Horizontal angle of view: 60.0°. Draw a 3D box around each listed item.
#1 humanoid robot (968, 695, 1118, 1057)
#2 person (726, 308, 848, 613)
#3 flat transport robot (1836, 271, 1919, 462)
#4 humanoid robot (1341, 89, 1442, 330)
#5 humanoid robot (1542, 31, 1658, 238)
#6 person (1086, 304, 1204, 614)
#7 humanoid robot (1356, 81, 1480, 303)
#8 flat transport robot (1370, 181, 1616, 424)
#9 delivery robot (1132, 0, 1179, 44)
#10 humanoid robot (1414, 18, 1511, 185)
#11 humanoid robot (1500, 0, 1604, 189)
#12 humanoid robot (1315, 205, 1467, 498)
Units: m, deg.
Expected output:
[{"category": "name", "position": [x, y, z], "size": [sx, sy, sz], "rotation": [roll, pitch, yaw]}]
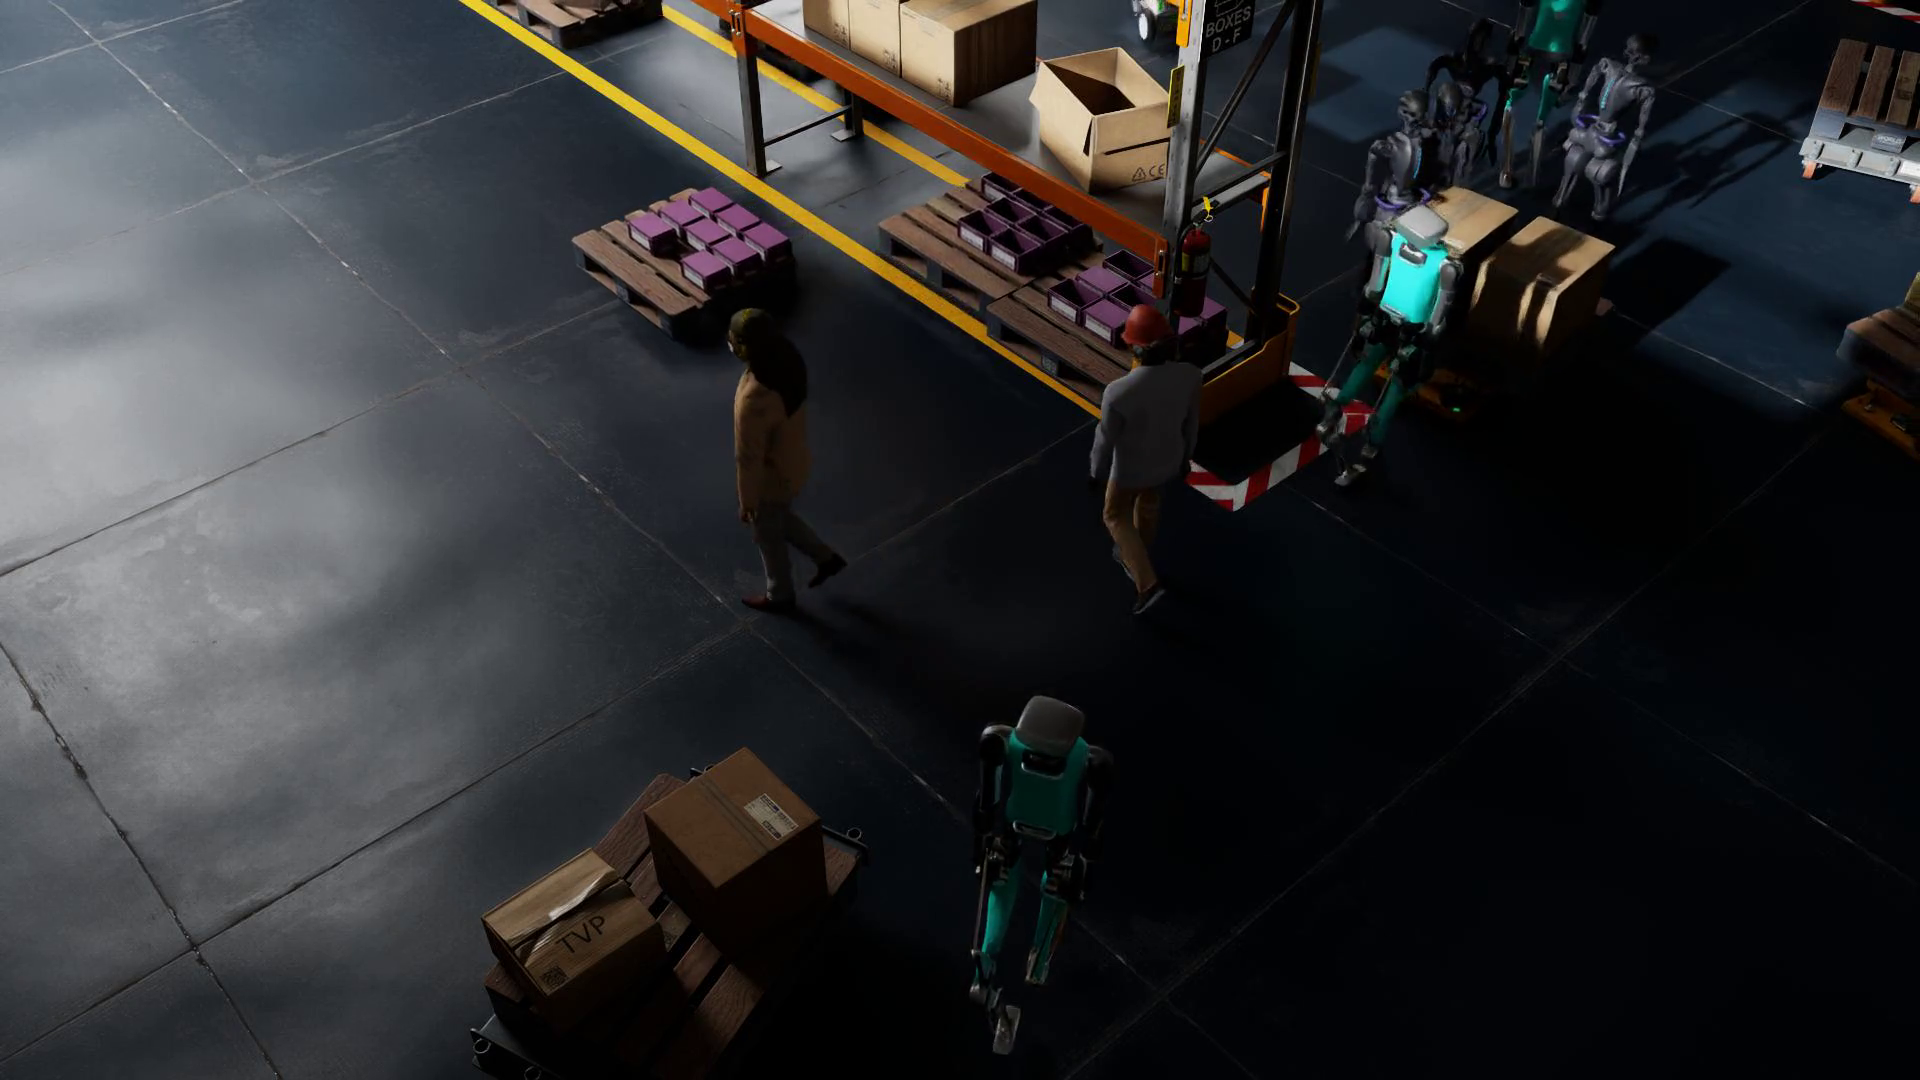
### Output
[{"category": "humanoid robot", "position": [0.264, 1.386, 6.508], "size": [0.548, 1.734, 1.026], "rotation": [11, 44, 11]}, {"category": "person", "position": [-0.919, -0.352, 8.311], "size": [0.480, 1.863, 0.565], "rotation": [7, 43, 7]}, {"category": "flat transport robot", "position": [6.112, -0.871, 10.042], "size": [1.431, 0.231, 0.659], "rotation": [-19, 46, -20]}, {"category": "humanoid robot", "position": [2.665, -1.973, 10.197], "size": [0.603, 1.646, 0.335], "rotation": [-14, 44, -15]}, {"category": "humanoid robot", "position": [4.153, -2.563, 10.870], "size": [0.621, 1.655, 0.612], "rotation": [-17, 45, -18]}, {"category": "person", "position": [0.962, -0.375, 8.424], "size": [0.584, 1.720, 0.592], "rotation": [-20, 46, -20]}, {"category": "humanoid robot", "position": [2.858, -2.134, 10.393], "size": [0.584, 1.647, 0.527], "rotation": [-4, 43, -4]}, {"category": "flat transport robot", "position": [3.244, -1.246, 10.450], "size": [0.659, 0.231, 1.431], "rotation": [32, 52, 30]}, {"category": "delivery robot", "position": [1.692, -4.476, 13.756], "size": [0.499, 0.601, 0.803], "rotation": [-9, 43, -10]}, {"category": "humanoid robot", "position": [3.280, -2.716, 11.036], "size": [0.614, 1.616, 0.747], "rotation": [13, 44, 14]}, {"category": "humanoid robot", "position": [4.019, -3.240, 11.583], "size": [0.534, 1.854, 0.693], "rotation": [9, 43, 10]}, {"category": "humanoid robot", "position": [2.231, -0.911, 9.024], "size": [0.676, 1.821, 0.530], "rotation": [-31, 51, -29]}]
